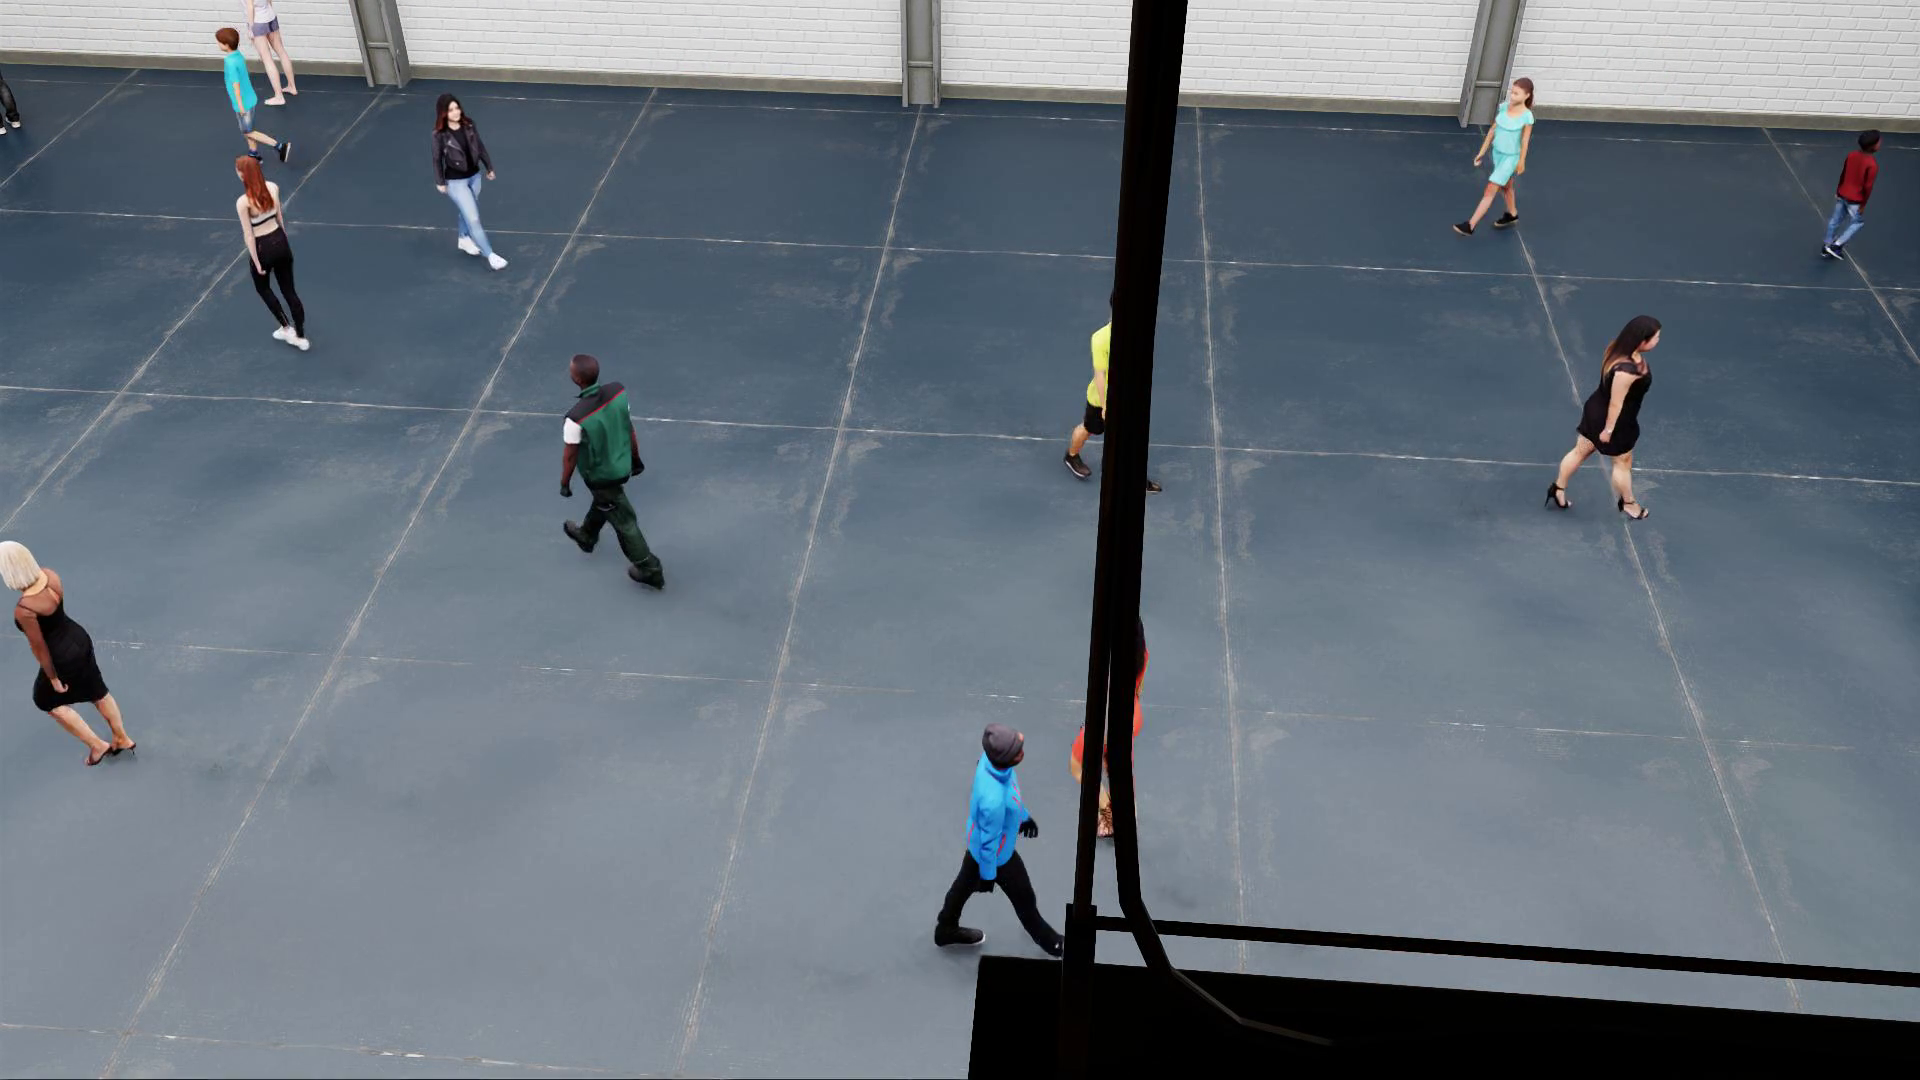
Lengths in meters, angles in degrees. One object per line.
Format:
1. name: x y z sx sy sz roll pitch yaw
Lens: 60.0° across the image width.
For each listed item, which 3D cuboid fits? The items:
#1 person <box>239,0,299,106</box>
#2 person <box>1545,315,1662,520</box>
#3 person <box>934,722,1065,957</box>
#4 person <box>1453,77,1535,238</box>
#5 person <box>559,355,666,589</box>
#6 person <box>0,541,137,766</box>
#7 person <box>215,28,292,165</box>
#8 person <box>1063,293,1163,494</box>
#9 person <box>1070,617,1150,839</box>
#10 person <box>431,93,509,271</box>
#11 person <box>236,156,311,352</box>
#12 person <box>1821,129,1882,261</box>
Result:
1. person: -7.444 -5.539 17.739 0.617 1.767 0.623 10 40 13
2. person: 4.575 -0.873 11.964 0.942 1.682 0.675 4 39 5
3. person: 0.078 1.625 8.785 1.140 1.745 0.731 -2 39 -2
4. person: 5.130 -3.564 15.473 1.111 1.509 0.890 -17 42 -20
5. person: -2.341 -0.413 11.309 1.312 1.780 1.081 22 43 25
6. person: -5.273 0.705 9.949 0.617 1.731 0.600 5 39 6
7. person: -7.079 -4.398 16.576 0.853 1.435 0.621 -4 39 -5
8. person: 1.043 -1.120 12.284 1.070 1.669 1.147 -29 47 -31
9. person: 0.928 1.115 9.453 0.797 1.709 0.750 30 47 32
10. person: -4.528 -3.260 15.021 1.167 1.597 1.018 26 46 29
11. person: -5.631 -2.344 13.769 0.776 1.729 0.724 23 44 26
12. person: 8.080 -3.127 15.131 0.610 1.251 0.586 -14 41 -17
